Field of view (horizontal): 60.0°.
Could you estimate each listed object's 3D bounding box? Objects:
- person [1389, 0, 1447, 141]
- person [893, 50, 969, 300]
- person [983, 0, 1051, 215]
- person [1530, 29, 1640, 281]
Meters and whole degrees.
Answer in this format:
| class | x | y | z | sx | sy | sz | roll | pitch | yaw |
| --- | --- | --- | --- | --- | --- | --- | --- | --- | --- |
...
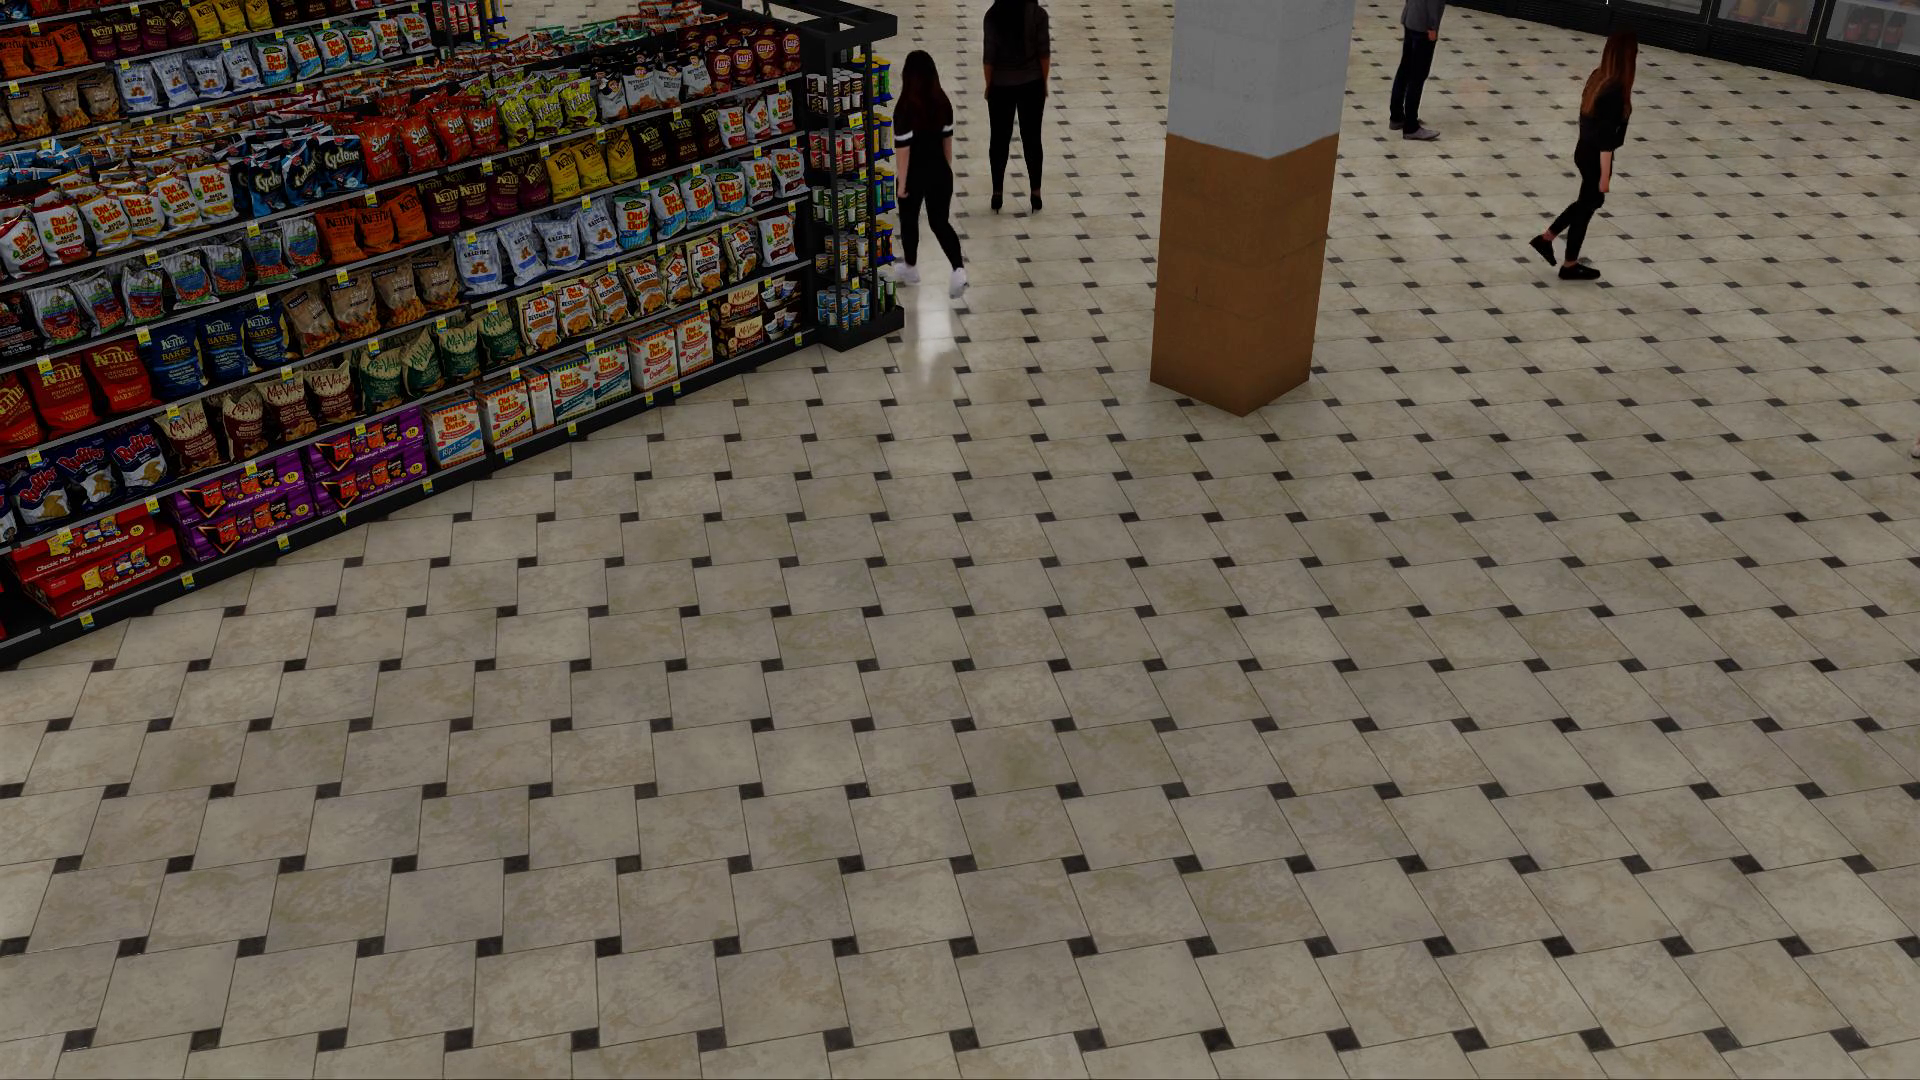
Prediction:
| class | x | y | z | sx | sy | sz | roll | pitch | yaw |
| --- | --- | --- | --- | --- | --- | --- | --- | --- | --- |
| person | 3.817 | -4.285 | 13.733 | 0.823 | 1.873 | 0.785 | -3 | 32 | -6 |
| person | -0.190 | -2.347 | 10.866 | 1.055 | 1.612 | 0.801 | -19 | 37 | -28 |
| person | 0.412 | -3.294 | 12.172 | 0.750 | 1.841 | 0.799 | 2 | 32 | 4 |
| person | 4.142 | -2.551 | 11.104 | 0.881 | 1.707 | 0.825 | 3 | 32 | 5 |
